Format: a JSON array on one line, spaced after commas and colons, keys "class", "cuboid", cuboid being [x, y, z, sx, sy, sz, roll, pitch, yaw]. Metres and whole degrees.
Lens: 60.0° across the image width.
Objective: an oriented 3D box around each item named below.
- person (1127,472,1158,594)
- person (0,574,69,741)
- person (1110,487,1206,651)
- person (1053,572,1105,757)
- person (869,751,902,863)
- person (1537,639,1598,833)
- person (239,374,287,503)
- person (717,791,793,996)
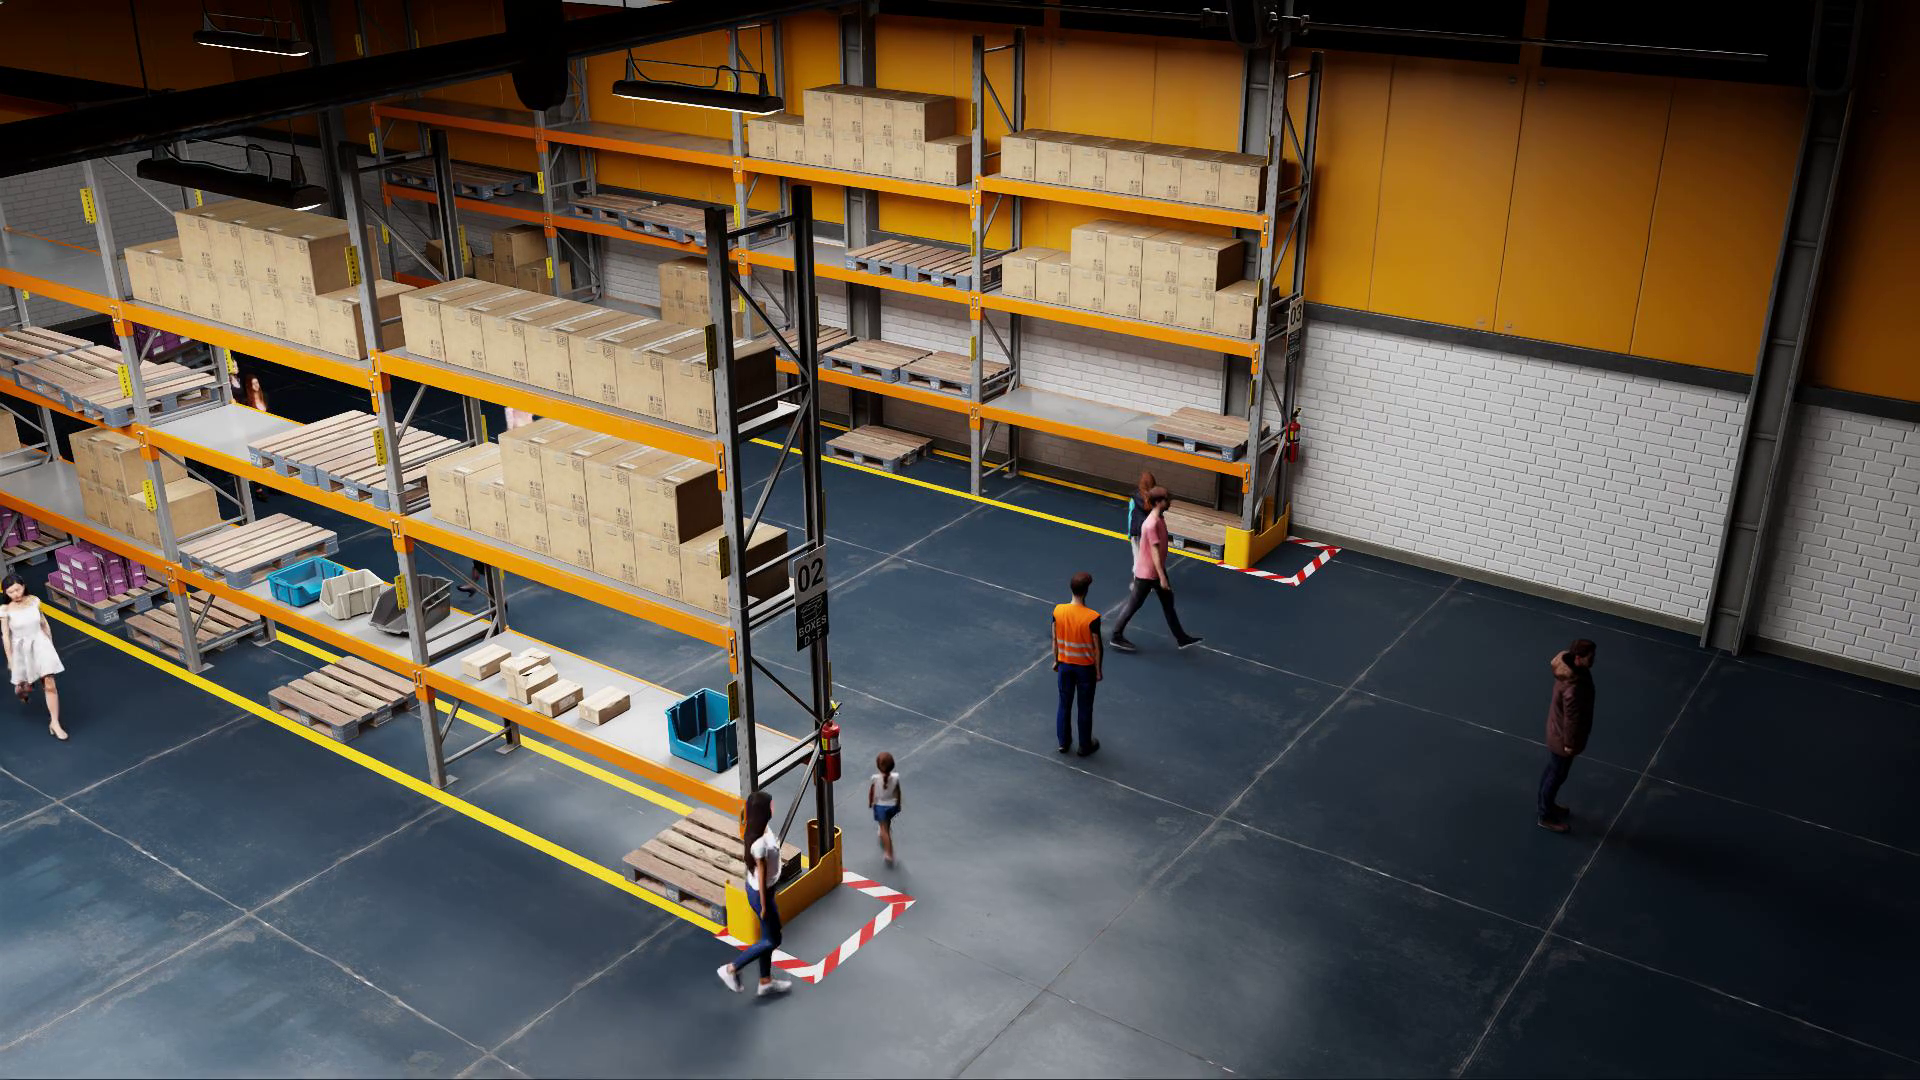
[{"class": "person", "cuboid": [2.162, -0.093, 19.441, 0.683, 1.500, 0.748, -3, 24, -6]}, {"class": "person", "cuboid": [-9.164, 1.128, 16.332, 0.983, 1.754, 0.627, 16, 28, 33]}, {"class": "person", "cuboid": [1.951, 0.353, 17.925, 1.324, 1.898, 0.923, 7, 25, 15]}, {"class": "person", "cuboid": [1.127, 1.197, 16.016, 0.622, 1.881, 0.773, 10, 26, 22]}, {"class": "person", "cuboid": [-0.649, 2.334, 14.513, 0.654, 1.001, 0.778, -8, 25, -18]}, {"class": "person", "cuboid": [5.424, 1.709, 14.890, 0.771, 1.845, 0.827, 8, 25, 17]}, {"class": "person", "cuboid": [-9.328, -1.386, 22.134, 0.549, 1.712, 0.610, 13, 27, 27]}, {"class": "person", "cuboid": [-1.595, 2.725, 12.679, 0.913, 1.753, 0.855, -3, 24, -7]}]
